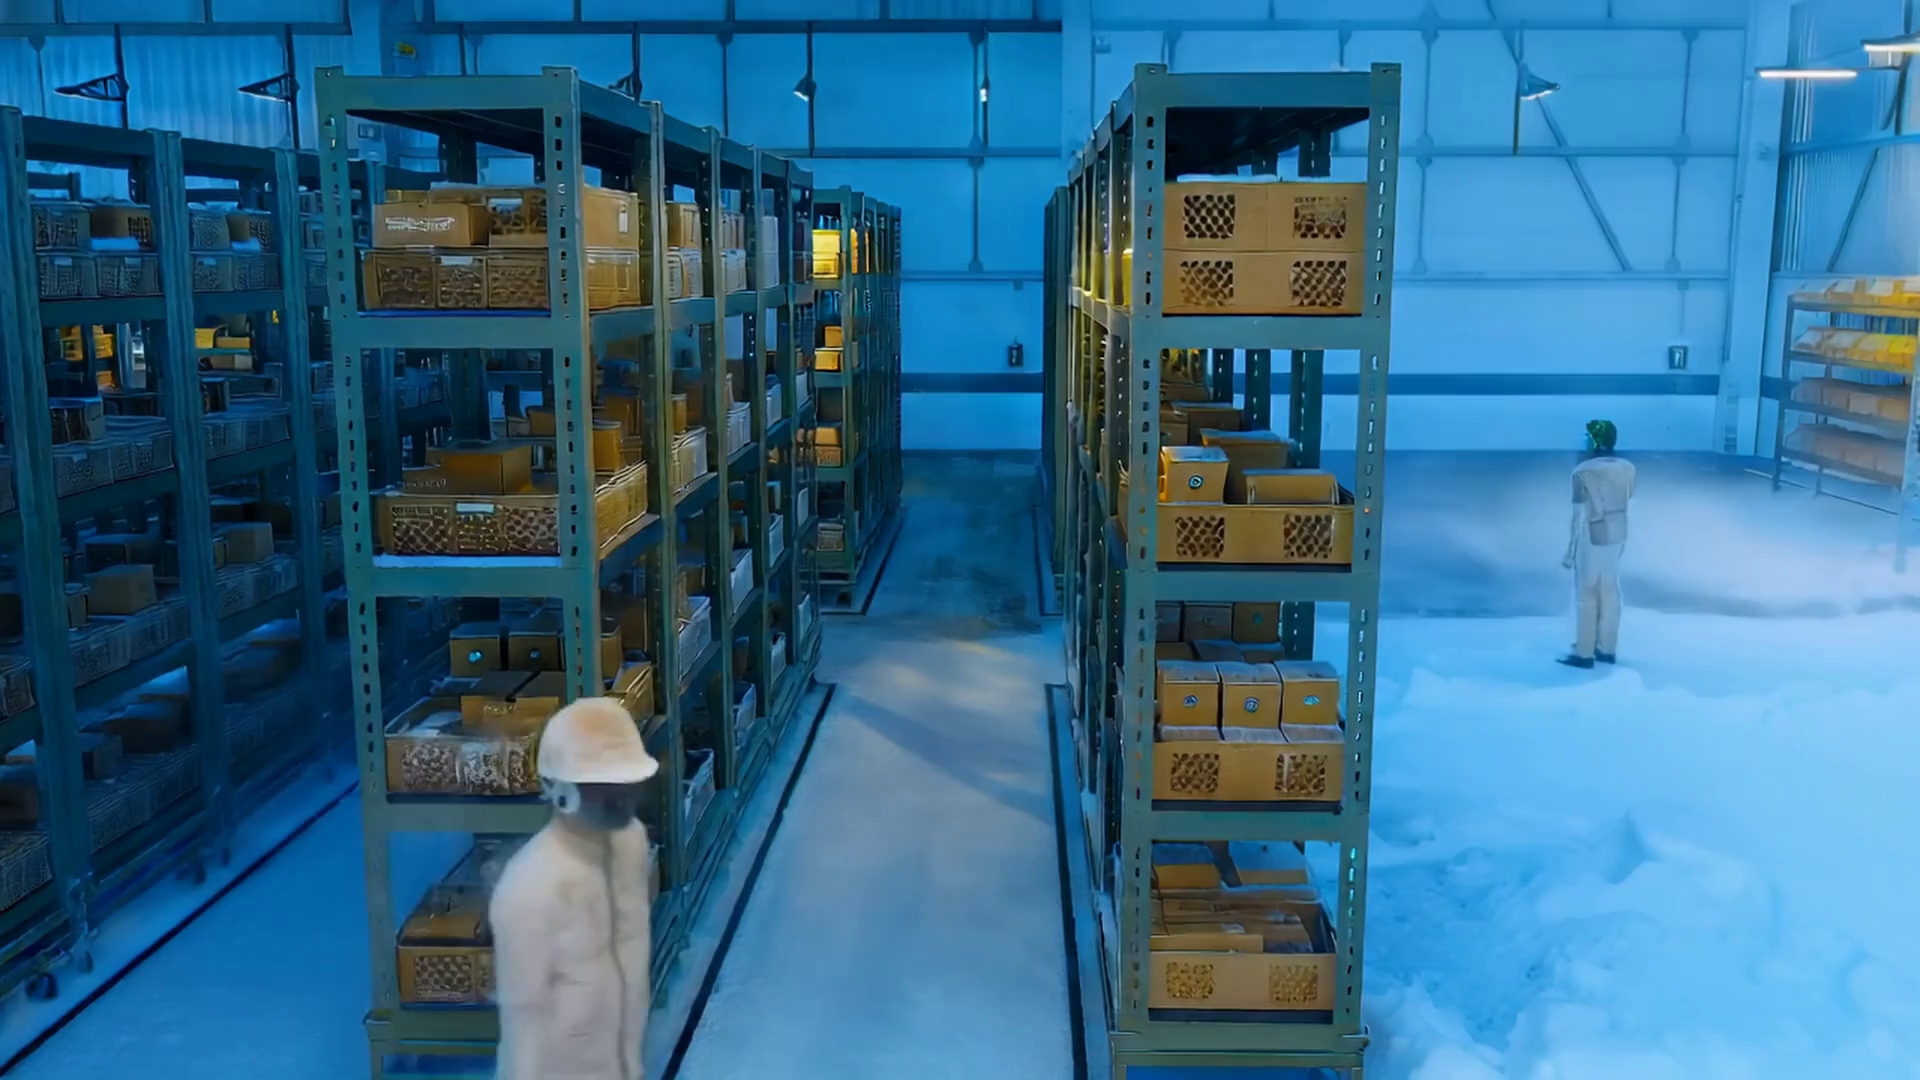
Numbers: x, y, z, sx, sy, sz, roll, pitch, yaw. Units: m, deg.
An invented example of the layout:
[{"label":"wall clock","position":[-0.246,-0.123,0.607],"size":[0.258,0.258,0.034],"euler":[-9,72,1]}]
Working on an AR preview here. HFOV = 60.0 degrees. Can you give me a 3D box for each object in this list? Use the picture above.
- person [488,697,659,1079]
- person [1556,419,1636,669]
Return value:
[{"label":"person","position":[-1.007,1.341,4.233],"size":[0.609,1.979,0.622],"euler":[4,10,22]},{"label":"person","position":[4.701,0.033,12.256],"size":[0.565,1.846,0.390],"euler":[-5,11,-26]}]
